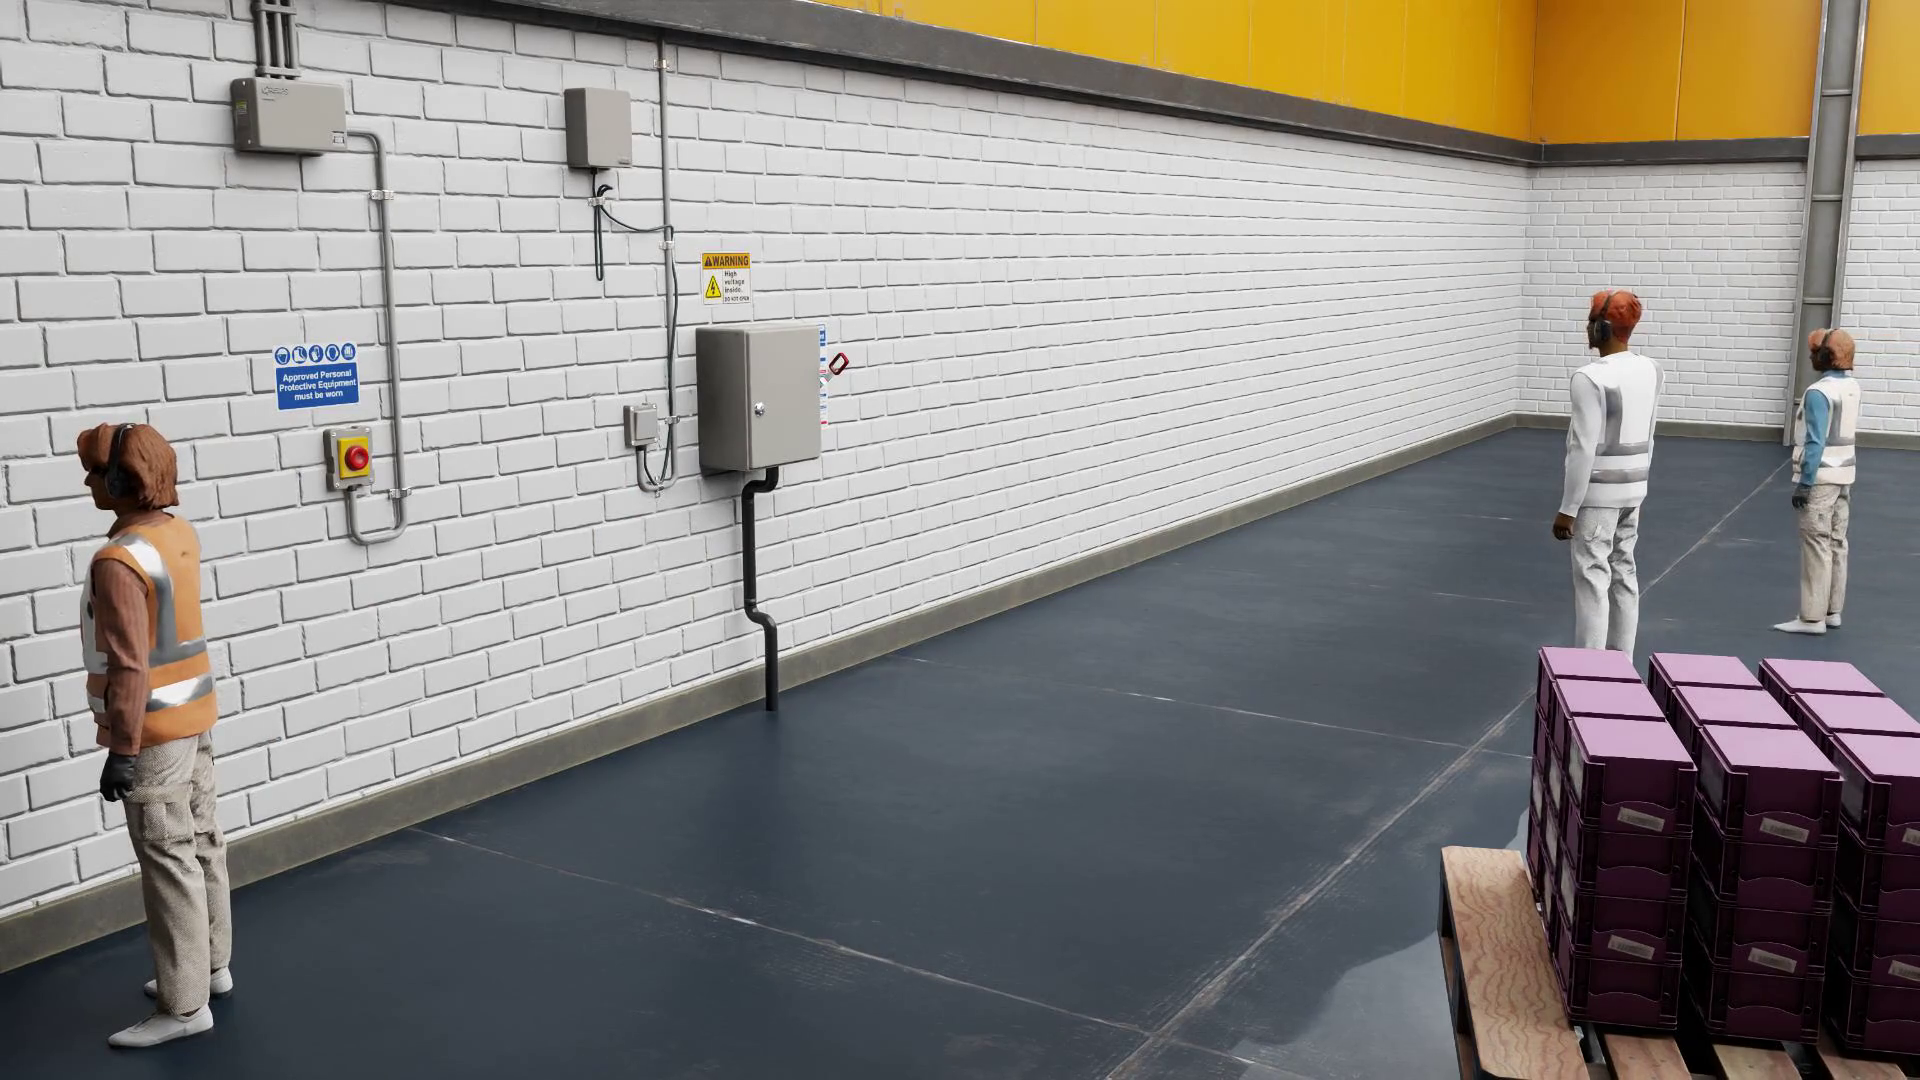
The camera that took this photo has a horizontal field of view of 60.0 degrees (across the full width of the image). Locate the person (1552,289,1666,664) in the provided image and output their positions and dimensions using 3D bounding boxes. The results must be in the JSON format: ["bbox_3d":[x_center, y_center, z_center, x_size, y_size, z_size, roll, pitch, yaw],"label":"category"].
[{"bbox_3d":[2.907,-0.184,7.525,0.575,1.885,0.355,-7,13,-36],"label":"person"}]

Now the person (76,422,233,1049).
[{"bbox_3d":[-2.115,0.506,4.381,0.309,1.640,0.514,-2,10,-9],"label":"person"}]

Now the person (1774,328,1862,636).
[{"bbox_3d":[4.607,-0.307,8.881,0.522,1.638,0.310,-9,14,-41],"label":"person"}]
